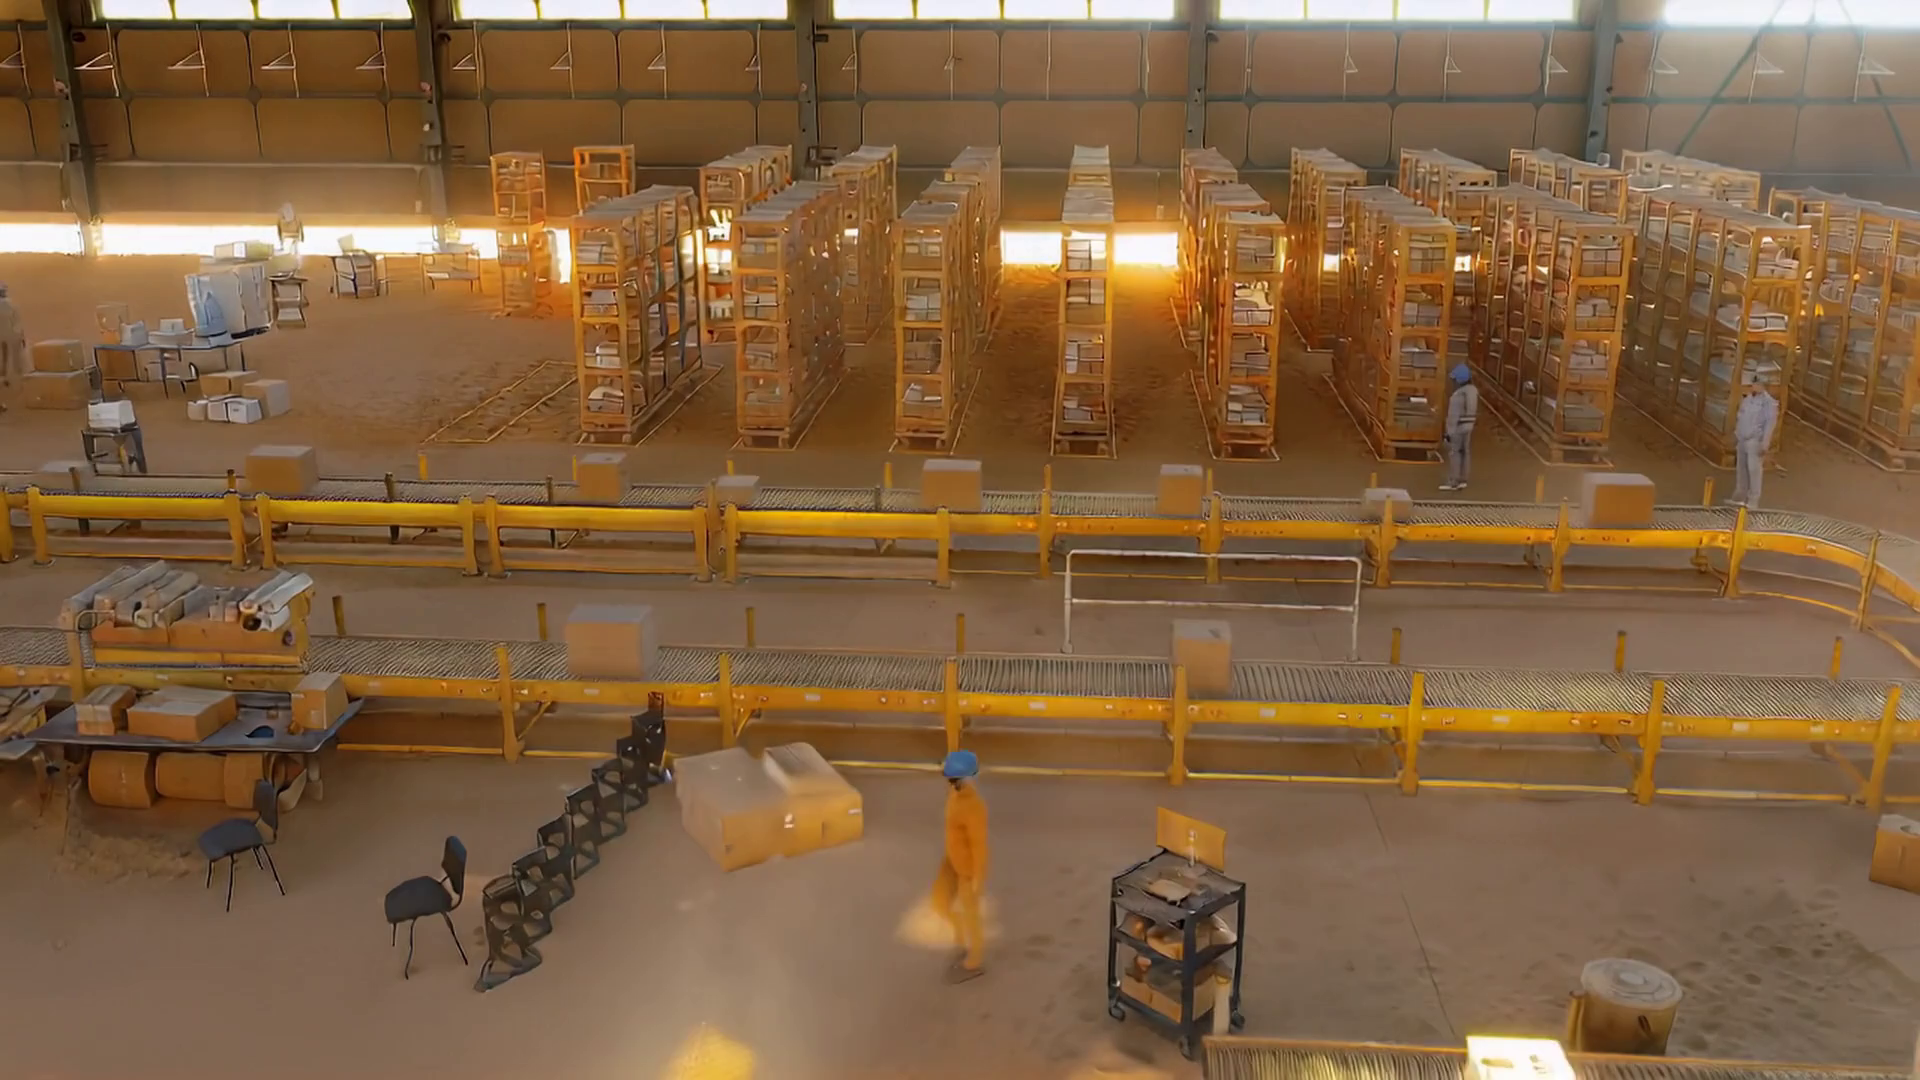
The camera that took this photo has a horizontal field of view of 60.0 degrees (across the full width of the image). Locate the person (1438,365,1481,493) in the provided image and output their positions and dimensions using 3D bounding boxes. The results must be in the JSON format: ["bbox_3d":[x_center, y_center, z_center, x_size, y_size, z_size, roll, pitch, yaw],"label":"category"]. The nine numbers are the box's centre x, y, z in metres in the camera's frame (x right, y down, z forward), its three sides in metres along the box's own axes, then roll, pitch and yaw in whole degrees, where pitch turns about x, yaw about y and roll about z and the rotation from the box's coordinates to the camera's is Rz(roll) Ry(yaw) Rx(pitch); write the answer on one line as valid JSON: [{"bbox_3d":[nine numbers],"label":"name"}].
[{"bbox_3d":[7.070,-1.574,23.574,0.589,1.822,0.403,-15,23,-39],"label":"person"}]

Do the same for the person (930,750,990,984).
[{"bbox_3d":[0.010,2.259,11.507,0.364,1.754,0.545,-8,19,-25],"label":"person"}]

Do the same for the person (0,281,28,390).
[{"bbox_3d":[-17.196,-3.662,29.985,0.611,1.963,0.824,-4,18,-12],"label":"person"}]

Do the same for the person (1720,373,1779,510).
[{"bbox_3d":[10.761,-1.331,22.661,0.408,1.907,0.653,-4,18,-12],"label":"person"}]

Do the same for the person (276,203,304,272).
[{"bbox_3d":[-17.674,-7.987,43.920,0.631,1.831,0.429,-6,19,-19],"label":"person"}]
